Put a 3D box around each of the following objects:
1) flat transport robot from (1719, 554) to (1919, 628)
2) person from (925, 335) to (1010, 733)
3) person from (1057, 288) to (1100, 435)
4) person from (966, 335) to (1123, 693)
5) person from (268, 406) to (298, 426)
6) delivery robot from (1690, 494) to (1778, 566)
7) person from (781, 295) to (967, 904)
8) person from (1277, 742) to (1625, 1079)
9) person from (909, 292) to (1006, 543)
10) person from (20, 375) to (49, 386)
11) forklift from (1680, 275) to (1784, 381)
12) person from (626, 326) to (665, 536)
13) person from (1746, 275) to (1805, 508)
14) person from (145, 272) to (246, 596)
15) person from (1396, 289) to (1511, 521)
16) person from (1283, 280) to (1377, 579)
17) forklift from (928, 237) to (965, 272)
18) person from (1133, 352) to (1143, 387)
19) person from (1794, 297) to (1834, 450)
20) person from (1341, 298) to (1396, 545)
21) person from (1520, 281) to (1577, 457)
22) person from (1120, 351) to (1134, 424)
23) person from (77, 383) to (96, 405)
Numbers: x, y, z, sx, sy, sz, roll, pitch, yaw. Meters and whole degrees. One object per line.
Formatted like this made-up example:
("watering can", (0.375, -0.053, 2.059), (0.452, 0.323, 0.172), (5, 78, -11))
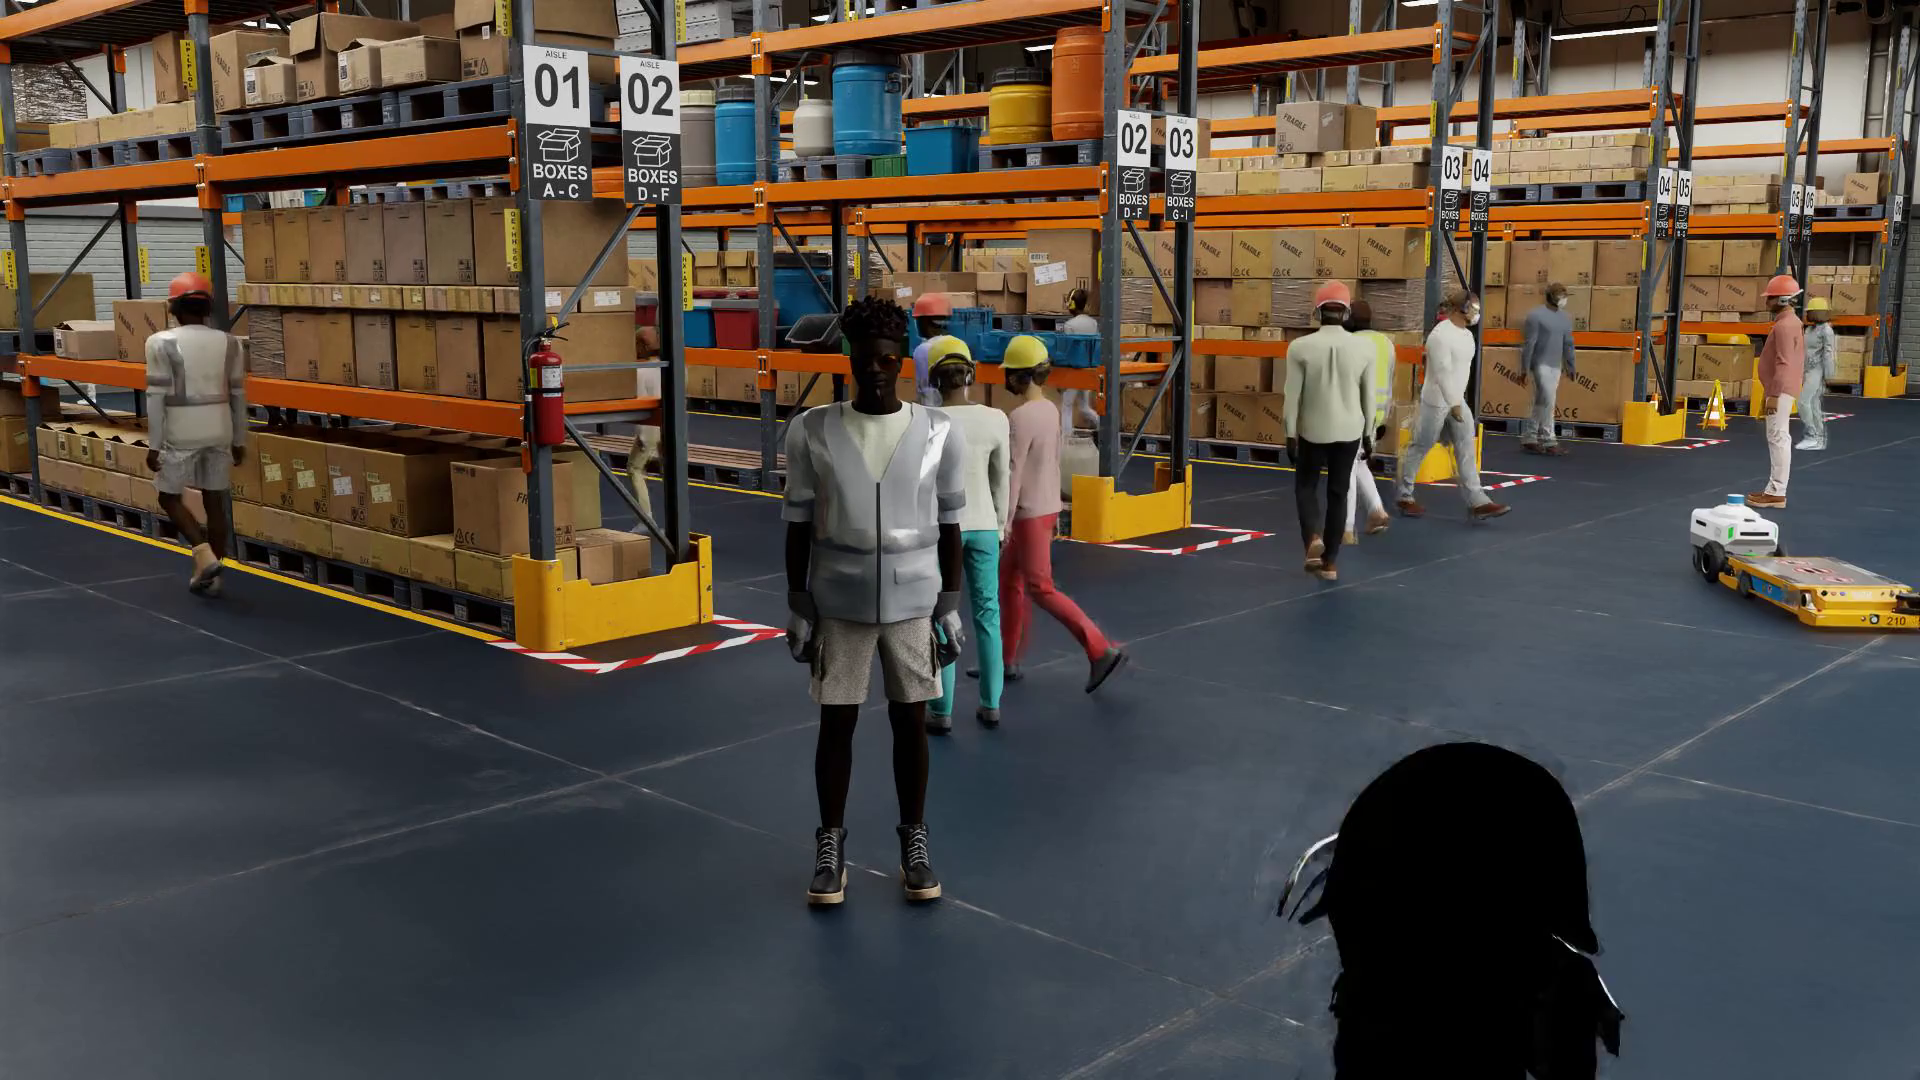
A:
("flat transport robot", (5.232, 0.293, 10.126), (0.652, 0.197, 1.431), (1, 9, 4))
("person", (-0.027, -0.025, 7.404), (0.523, 1.759, 0.336), (-4, 10, -22))
("person", (1.296, -1.775, 17.861), (0.540, 1.851, 0.740), (-9, 13, -43))
("person", (0.411, -0.127, 8.118), (0.802, 1.740, 0.525), (3, 10, 20))
("person", (-7.414, -1.761, 18.231), (0.318, 1.697, 0.535), (5, 11, 30))
("delivery robot", (5.191, -0.065, 11.169), (0.477, 0.478, 0.707), (1, 9, 4))
("person", (-0.273, 0.199, 5.390), (0.604, 1.966, 0.367), (-1, 9, -7))
("person", (0.261, 0.972, 1.100), (0.604, 1.816, 0.649), (-3, 10, -16))
("person", (-0.070, -0.817, 11.867), (0.961, 1.897, 0.556), (7, 12, 38))
("person", (-13.816, -2.888, 24.680), (0.563, 1.847, 0.390), (-8, 12, -39))
("forklift", (12.480, -3.427, 27.053), (1.214, 2.155, 2.313), (9, 13, 43))
("person", (-2.352, -0.815, 12.679), (0.521, 1.613, 0.496), (7, 12, 38))
("person", (7.086, -1.287, 14.420), (0.387, 1.992, 0.621), (5, 11, 30))
("person", (-4.737, -0.642, 10.347), (0.456, 2.030, 0.646), (8, 12, 39))
("person", (4.013, -1.093, 13.575), (0.653, 1.875, 0.987), (-8, 12, -41))
("person", (2.439, -0.714, 10.948), (0.620, 1.978, 0.532), (1, 9, 4))
("forklift", (-0.326, -5.817, 39.609), (1.129, 2.768, 1.873), (9, 13, 43))
("person", (2.456, -2.757, 23.819), (0.620, 1.859, 0.757), (-9, 13, -44))
("person", (9.653, -1.885, 18.910), (0.530, 1.727, 0.490), (1, 9, 5))
("person", (2.941, -0.882, 12.421), (0.648, 1.832, 0.435), (-6, 11, -34))
("person", (6.521, -1.867, 18.242), (0.654, 1.900, 0.875), (-5, 11, -30))
("person", (2.057, -2.193, 21.105), (0.392, 1.630, 0.528), (9, 13, 42))
("person", (-13.325, -2.877, 25.268), (0.284, 1.633, 0.500), (-5, 10, -27))
